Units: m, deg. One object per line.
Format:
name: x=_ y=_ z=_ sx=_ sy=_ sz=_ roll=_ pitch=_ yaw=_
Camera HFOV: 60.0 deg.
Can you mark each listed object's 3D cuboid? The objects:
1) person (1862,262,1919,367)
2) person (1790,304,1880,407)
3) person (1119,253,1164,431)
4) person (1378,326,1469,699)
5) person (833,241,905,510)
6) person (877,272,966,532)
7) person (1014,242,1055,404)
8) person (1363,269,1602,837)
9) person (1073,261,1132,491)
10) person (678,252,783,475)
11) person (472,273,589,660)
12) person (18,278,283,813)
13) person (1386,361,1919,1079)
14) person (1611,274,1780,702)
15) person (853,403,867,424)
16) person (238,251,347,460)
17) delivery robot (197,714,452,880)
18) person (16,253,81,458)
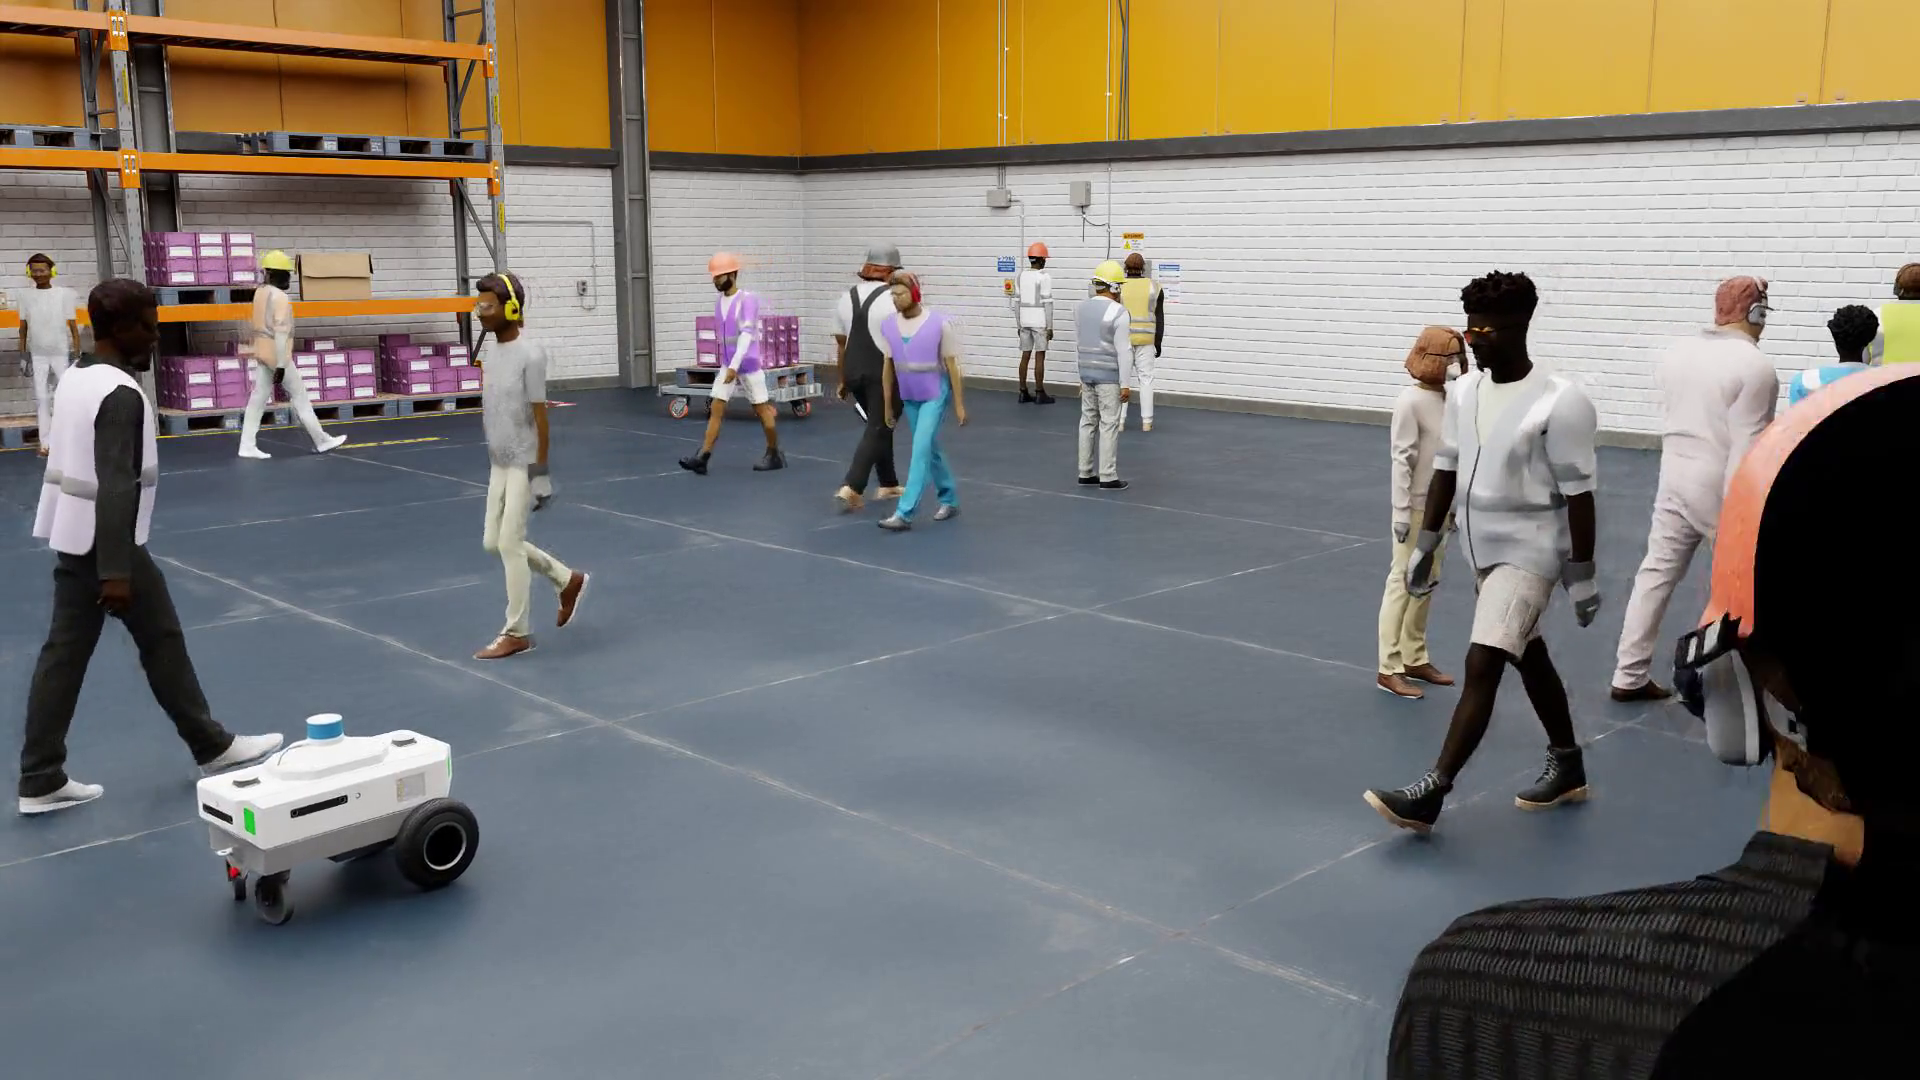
person: x=6.188 y=-0.887 z=10.917 sx=0.633 sy=1.846 sz=0.429 roll=6 pitch=12 yaw=30
person: x=4.240 y=-0.279 z=8.003 sx=0.534 sy=1.697 sz=0.318 roll=3 pitch=11 yaw=17
person: x=1.795 y=-2.040 z=17.214 sx=0.626 sy=1.844 sz=0.429 roll=0 pitch=10 yaw=-1
person: x=2.062 y=-0.130 z=7.362 sx=0.270 sy=1.632 sz=0.504 roll=10 pitch=14 yaw=44
person: x=-0.639 y=-1.256 z=12.395 sx=0.685 sy=2.000 sz=0.977 roll=9 pitch=14 yaw=40
person: x=-0.261 y=-0.965 z=11.555 sx=0.601 sy=1.773 sz=0.953 roll=8 pitch=13 yaw=37
person: x=0.917 y=-2.609 z=20.050 sx=0.549 sy=1.936 sz=0.376 roll=10 pitch=14 yaw=43
person: x=1.822 y=0.043 z=5.662 sx=1.047 sy=1.898 sz=0.598 roll=-4 pitch=11 yaw=-19
person: x=1.155 y=-1.299 z=13.234 sx=0.404 sy=1.824 sz=0.586 roll=-9 pitch=13 yaw=-39
person: x=-1.921 y=-1.480 z=14.065 sx=0.552 sy=1.865 sz=1.040 roll=9 pitch=14 yaw=39
person: x=-2.105 y=-0.364 z=8.065 sx=0.518 sy=1.854 sz=0.634 roll=10 pitch=14 yaw=43
person: x=-2.970 y=0.011 z=5.950 sx=0.735 sy=1.859 sz=0.964 roll=10 pitch=14 yaw=44
person: x=0.580 y=0.860 z=1.135 sx=0.614 sy=1.947 sz=1.014 roll=8 pitch=13 yaw=37
person: x=3.304 y=-0.202 z=7.167 sx=1.000 sy=1.852 sz=0.660 roll=-3 pitch=11 yaw=-17
person: x=-0.891 y=-2.036 z=17.442 sx=0.472 sy=1.751 sz=0.522 roll=-6 pitch=12 yaw=-30
person: x=-6.166 y=-1.678 z=15.150 sx=0.607 sy=1.876 sz=1.004 roll=9 pitch=14 yaw=41
delivery robot: x=-1.935 y=0.778 z=5.100 sx=0.477 sy=0.478 sz=0.707 roll=9 pitch=13 yaw=40
person: x=-8.315 y=-1.679 z=15.199 sx=0.515 sy=1.862 sz=0.329 roll=-3 pitch=11 yaw=-14
